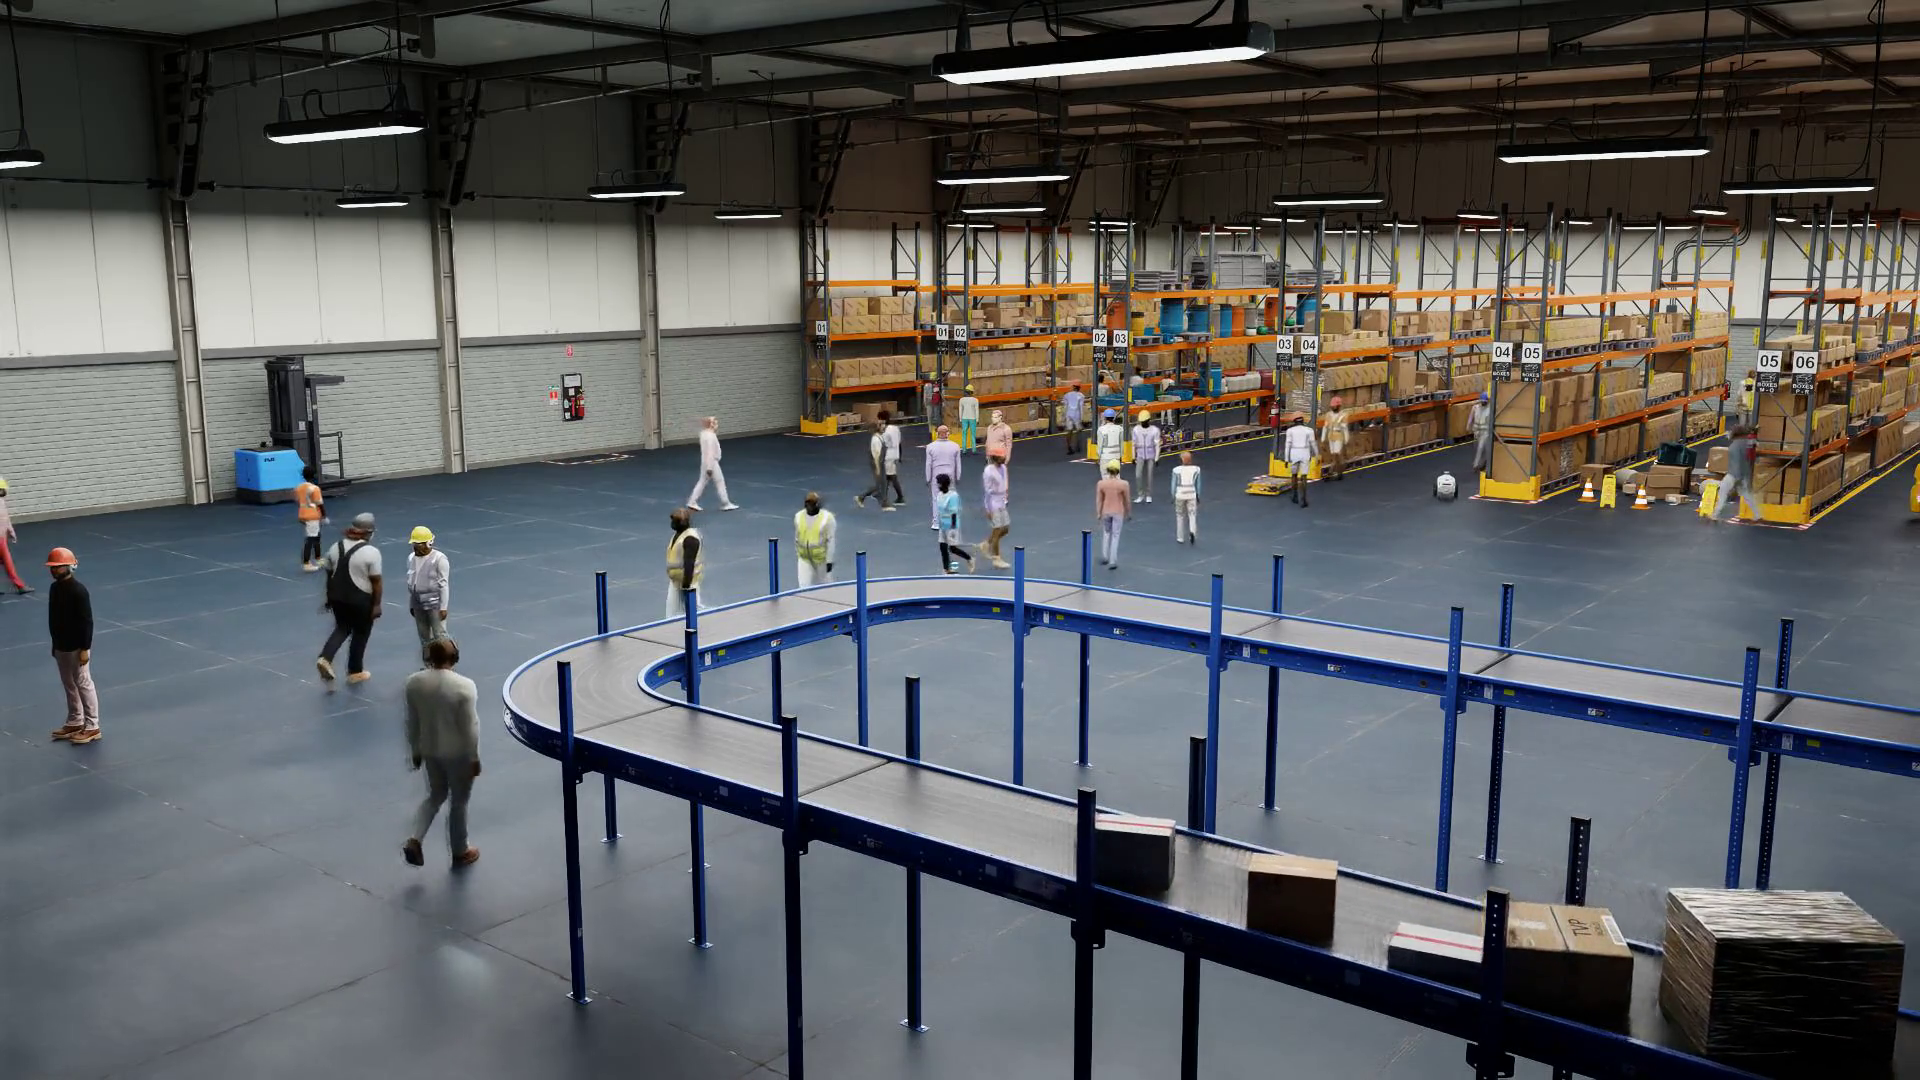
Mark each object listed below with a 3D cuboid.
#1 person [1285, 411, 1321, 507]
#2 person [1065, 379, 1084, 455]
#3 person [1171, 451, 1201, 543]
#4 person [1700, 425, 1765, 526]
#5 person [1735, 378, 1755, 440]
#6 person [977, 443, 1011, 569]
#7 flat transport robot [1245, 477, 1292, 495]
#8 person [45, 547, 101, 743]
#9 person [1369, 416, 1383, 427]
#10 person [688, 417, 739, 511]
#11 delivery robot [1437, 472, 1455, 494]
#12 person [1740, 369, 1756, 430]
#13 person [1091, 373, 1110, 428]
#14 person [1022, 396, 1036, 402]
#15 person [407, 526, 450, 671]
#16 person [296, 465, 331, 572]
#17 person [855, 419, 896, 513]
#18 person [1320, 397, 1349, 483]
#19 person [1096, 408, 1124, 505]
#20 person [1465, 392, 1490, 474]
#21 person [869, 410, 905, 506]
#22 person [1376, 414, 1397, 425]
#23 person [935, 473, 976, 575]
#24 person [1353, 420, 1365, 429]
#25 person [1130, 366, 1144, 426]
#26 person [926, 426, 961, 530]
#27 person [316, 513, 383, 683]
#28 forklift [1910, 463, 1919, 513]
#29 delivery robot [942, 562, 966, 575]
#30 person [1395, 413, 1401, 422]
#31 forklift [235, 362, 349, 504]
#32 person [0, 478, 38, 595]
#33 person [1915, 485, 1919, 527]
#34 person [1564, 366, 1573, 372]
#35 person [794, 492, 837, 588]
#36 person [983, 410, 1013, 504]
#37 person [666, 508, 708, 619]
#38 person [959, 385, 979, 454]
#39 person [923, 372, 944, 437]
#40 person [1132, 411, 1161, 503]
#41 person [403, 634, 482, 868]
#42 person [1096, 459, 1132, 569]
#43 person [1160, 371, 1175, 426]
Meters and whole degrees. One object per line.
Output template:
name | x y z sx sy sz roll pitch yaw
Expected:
person | 6.883 -1.638 31.420 0.708 1.858 0.926 3 10 15
person | 2.932 -3.134 39.729 0.576 1.911 0.627 6 12 29
person | 3.896 -0.730 26.974 0.533 1.621 0.548 0 10 -1
person | 14.365 -1.188 28.884 1.069 1.890 0.625 9 14 42
person | 20.920 -3.415 41.568 0.609 1.812 0.470 5 11 27
person | 0.546 -0.554 24.887 0.564 2.024 0.604 6 12 31
flat transport robot | 6.625 -1.155 33.322 0.652 0.197 1.431 6 12 29
person | -9.040 1.057 15.890 0.622 1.996 0.371 6 12 32
person | 12.292 -4.255 46.079 0.458 1.902 0.668 -8 13 -39
person | -4.891 -1.488 30.623 0.983 1.866 0.650 -5 11 -24
delivery robot | 10.053 -1.169 32.340 0.477 0.478 0.707 3 10 15
person | 22.217 -3.873 44.007 0.590 1.870 0.627 4 11 23
person | 3.855 -3.640 42.795 0.560 1.845 0.692 3 10 15
person | 2.067 -4.380 46.690 0.591 1.926 0.387 9 14 42
person | -6.194 0.736 18.194 0.592 1.827 0.403 5 11 24
person | -10.158 -0.352 24.706 0.547 1.671 0.682 8 13 39
person | -1.644 -1.441 30.453 0.728 1.825 0.514 1 10 6
person | 8.283 -2.219 34.652 1.029 1.878 0.557 -9 13 -41
person | 2.994 -1.666 31.359 0.612 1.946 0.405 -5 11 -24
person | 12.147 -2.521 36.323 0.915 1.901 0.667 -9 14 -42
person | -1.478 -1.664 31.449 0.948 1.901 0.644 5 11 28
person | 12.819 -4.422 46.998 0.725 1.901 0.603 -6 12 -30
person | -0.092 -0.210 23.937 0.616 1.669 0.555 -6 11 -29
person | 11.679 -4.275 45.905 0.612 1.997 0.375 6 12 29
person | 5.103 -4.179 45.832 0.577 1.830 0.850 10 14 43
person | -0.307 -1.132 28.476 0.651 1.904 0.403 -1 10 -7
person | -7.010 0.681 18.006 0.739 2.000 0.780 5 11 24
forklift | 19.034 -1.348 28.998 2.313 2.155 1.214 8 13 37
delivery robot | -0.073 0.440 22.553 0.335 0.223 0.698 -1 10 -6
person | 13.300 -4.456 47.111 0.479 1.930 0.648 1 10 4
forklift | -13.803 -2.244 32.110 1.129 2.768 1.873 8 13 37
person | -13.964 -0.053 22.863 0.746 1.728 0.547 -2 10 -14
person | 17.700 -1.113 28.464 0.585 1.869 0.440 -2 10 -13
person | 19.196 -4.717 49.451 0.343 1.639 0.516 1 10 7
person | -1.942 0.224 21.140 0.621 1.812 0.919 3 11 17
person | 0.739 -1.655 31.408 0.636 1.911 0.405 10 14 43
person | -3.394 0.483 19.671 0.882 1.814 0.620 -6 12 -31
person | 0.235 -3.053 39.676 0.525 1.769 0.327 3 11 18
person | -0.728 -3.811 43.810 0.598 1.815 0.630 2 10 12
person | 3.731 -1.665 31.491 0.610 1.884 0.812 4 11 19
person | -4.131 1.708 12.442 0.637 1.922 0.607 4 11 20
person | 2.471 -0.426 24.960 0.533 1.745 0.676 4 11 21
person | 6.187 -4.230 46.669 0.514 1.637 0.314 10 14 43
